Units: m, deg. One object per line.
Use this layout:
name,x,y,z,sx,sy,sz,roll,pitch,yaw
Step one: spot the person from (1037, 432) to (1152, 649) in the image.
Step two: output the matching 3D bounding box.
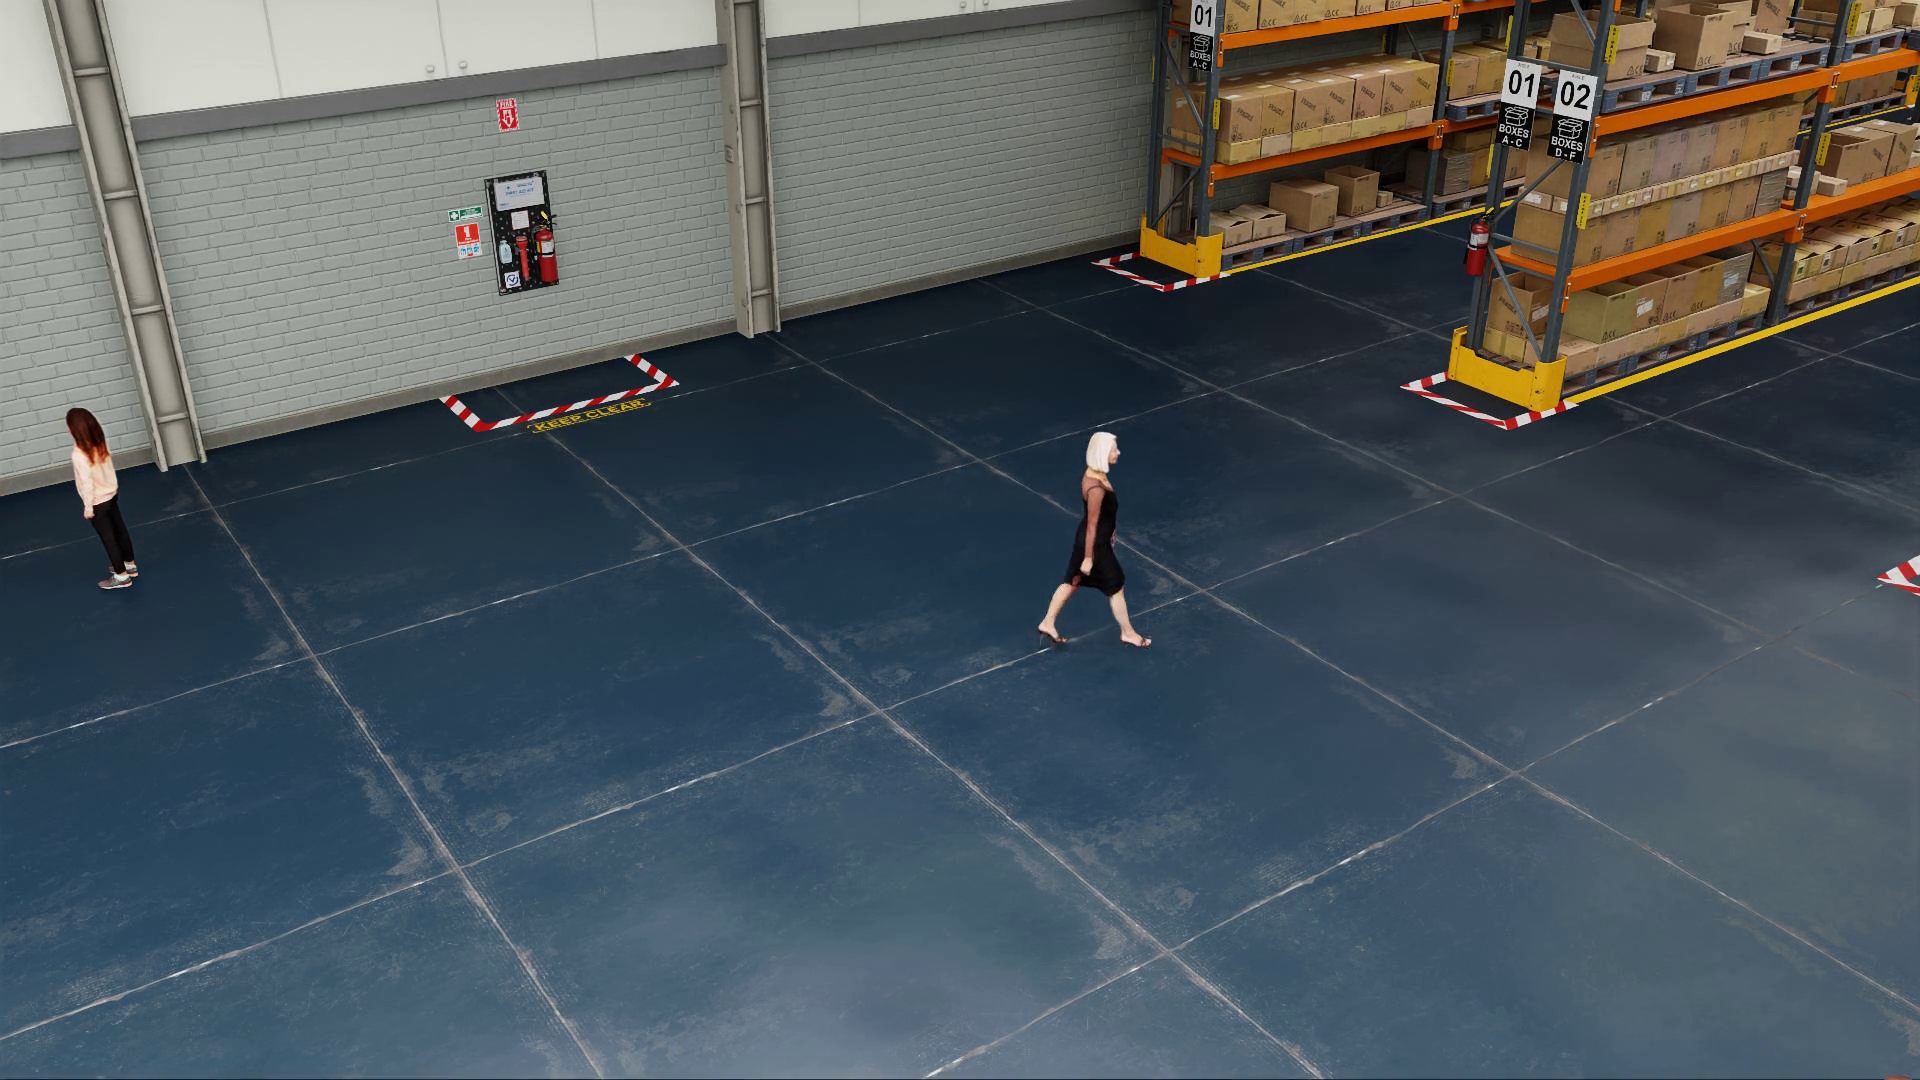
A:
person,0.870,0.048,11.846,1.144,1.699,1.004,1,27,2

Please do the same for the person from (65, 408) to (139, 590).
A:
person,-6.633,-0.333,12.821,0.670,1.484,0.646,-1,27,-2
